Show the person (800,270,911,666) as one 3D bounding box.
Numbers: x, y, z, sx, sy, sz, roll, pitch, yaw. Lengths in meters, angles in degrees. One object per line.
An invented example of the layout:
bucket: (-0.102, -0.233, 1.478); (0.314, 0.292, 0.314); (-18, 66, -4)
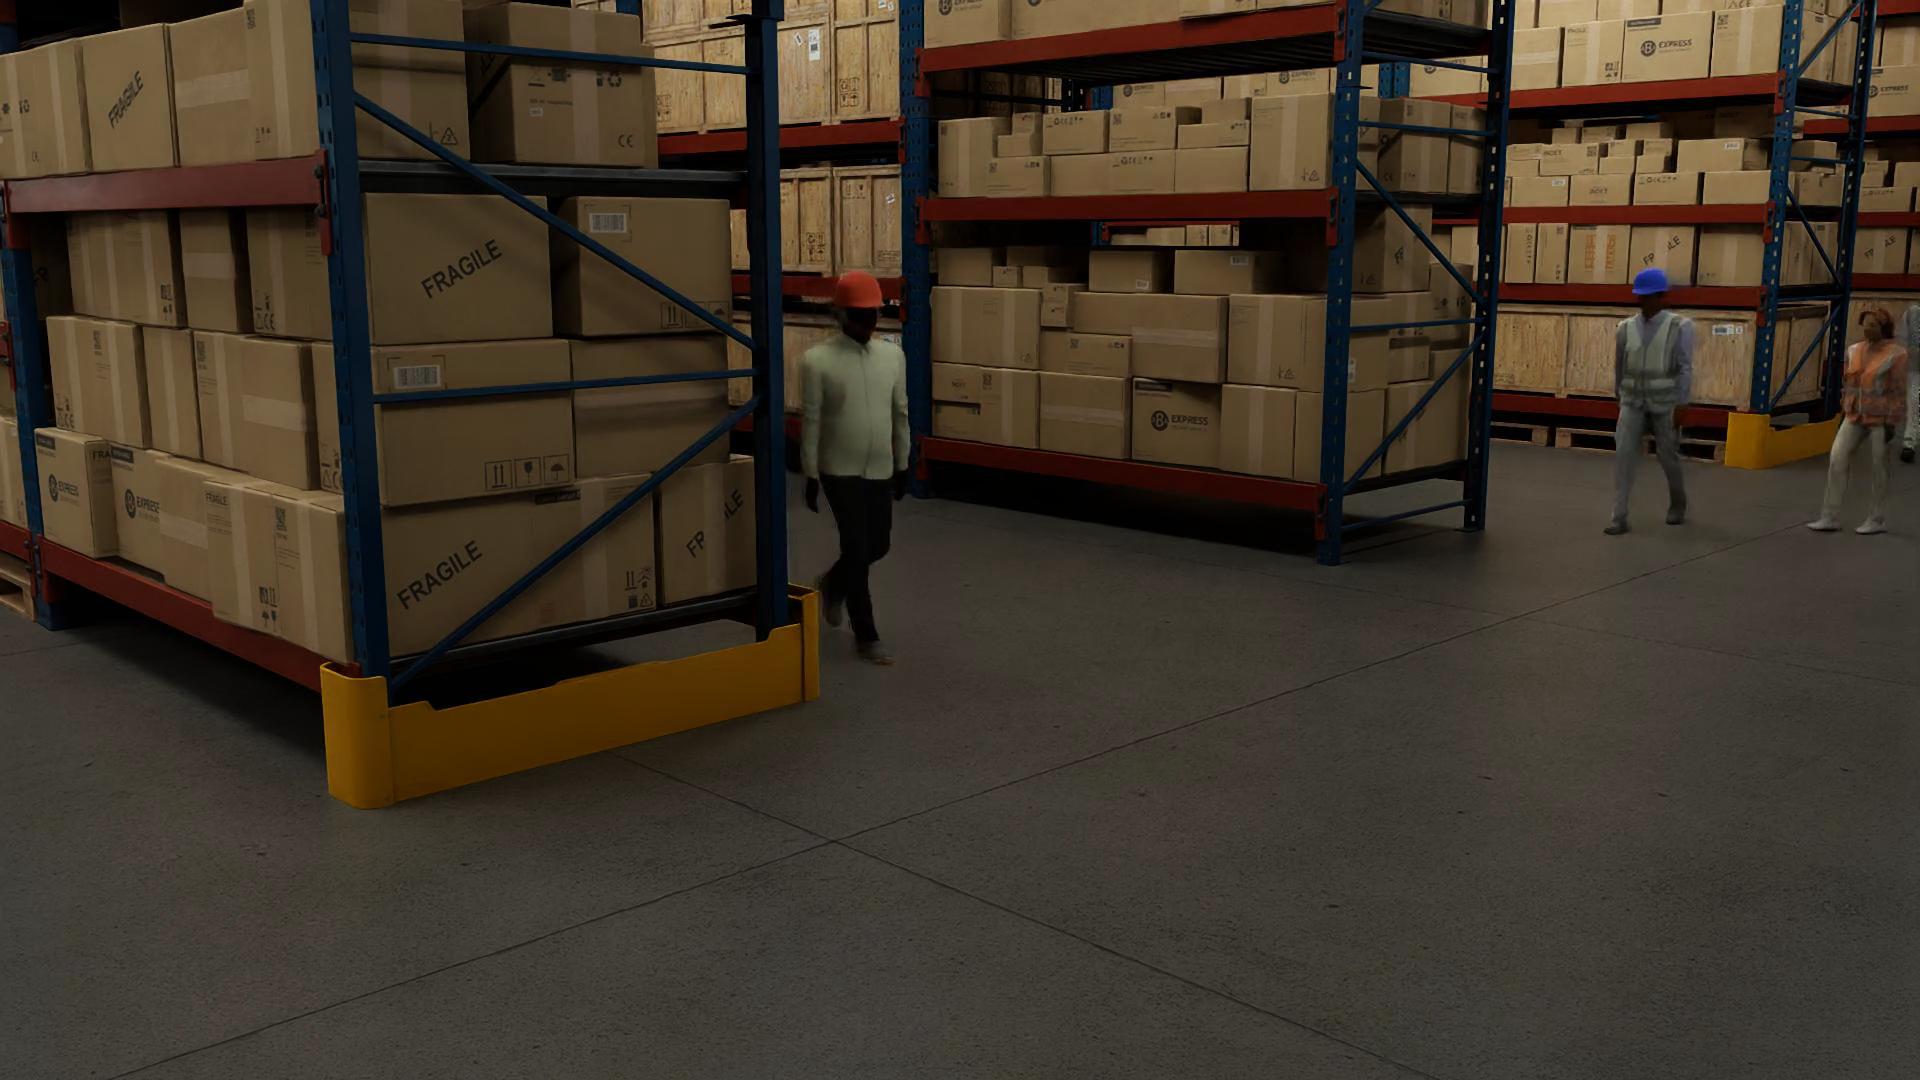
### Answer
person: (-0.563, -0.391, 8.490); (0.624, 1.968, 0.832); (-7, 13, -34)

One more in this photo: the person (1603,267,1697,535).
person: (5.019, -1.011, 12.020); (0.601, 1.913, 0.926); (9, 14, 42)

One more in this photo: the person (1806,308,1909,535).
person: (6.366, -0.826, 11.776); (0.674, 1.614, 0.540); (-5, 11, -23)

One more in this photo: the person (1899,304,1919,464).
person: (9.064, -1.594, 15.510); (0.610, 1.781, 0.916); (7, 13, 35)
